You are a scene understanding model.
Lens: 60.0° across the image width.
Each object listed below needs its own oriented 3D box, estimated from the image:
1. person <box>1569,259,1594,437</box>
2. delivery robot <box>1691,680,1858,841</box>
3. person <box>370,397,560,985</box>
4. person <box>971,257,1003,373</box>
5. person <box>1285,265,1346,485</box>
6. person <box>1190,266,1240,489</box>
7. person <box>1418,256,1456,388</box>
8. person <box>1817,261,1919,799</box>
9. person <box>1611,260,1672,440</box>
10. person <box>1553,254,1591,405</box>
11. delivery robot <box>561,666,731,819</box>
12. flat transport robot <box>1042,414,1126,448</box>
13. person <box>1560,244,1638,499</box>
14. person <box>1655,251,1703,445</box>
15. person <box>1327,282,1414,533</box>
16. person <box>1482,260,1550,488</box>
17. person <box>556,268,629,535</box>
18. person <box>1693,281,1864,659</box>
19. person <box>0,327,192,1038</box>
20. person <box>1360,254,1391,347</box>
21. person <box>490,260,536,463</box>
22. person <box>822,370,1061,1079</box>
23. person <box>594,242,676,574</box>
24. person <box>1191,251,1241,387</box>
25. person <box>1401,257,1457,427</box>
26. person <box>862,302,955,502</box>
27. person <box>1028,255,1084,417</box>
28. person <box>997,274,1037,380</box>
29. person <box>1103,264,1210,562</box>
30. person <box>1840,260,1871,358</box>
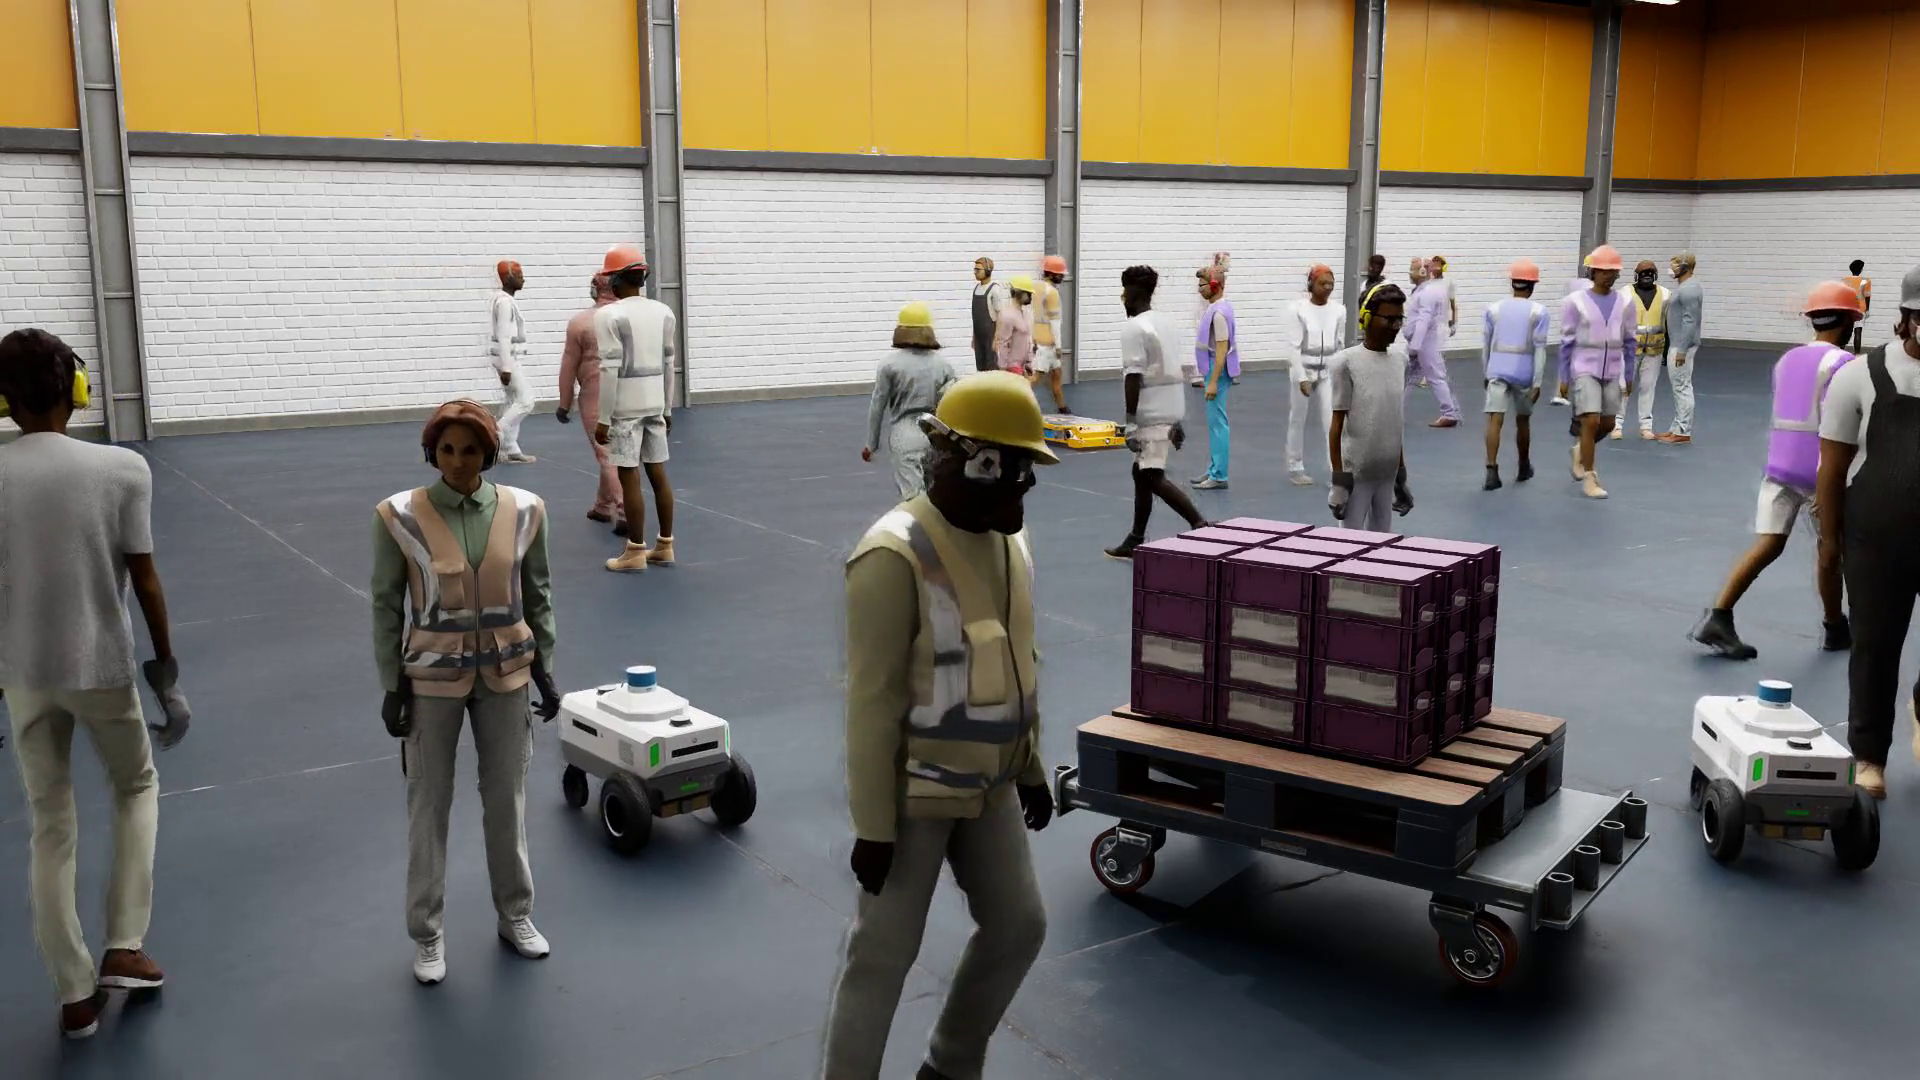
[{"bbox_3d":[6.603,-2.040,17.348,0.374,1.934,0.548,3,11,18],"label":"person"},{"bbox_3d":[2.782,0.726,5.712,0.477,0.478,0.707,1,10,8],"label":"delivery robot"},{"bbox_3d":[-1.391,0.414,4.708,0.512,1.638,0.312,-6,12,-31],"label":"person"},{"bbox_3d":[0.298,-2.350,19.289,0.349,1.846,0.506,-7,12,-34],"label":"person"},{"bbox_3d":[2.959,-1.324,13.677,0.574,1.839,0.949,-2,11,-13],"label":"person"},{"bbox_3d":[2.120,-1.333,13.734,0.389,1.838,0.563,1,10,7],"label":"person"},{"bbox_3d":[6.652,-3.057,23.241,0.539,1.825,0.980,9,14,40],"label":"person"},{"bbox_3d":[3.531,-0.048,6.138,0.696,2.000,0.560,5,11,24],"label":"person"},{"bbox_3d":[6.978,-1.941,17.060,0.634,1.841,0.429,1,10,7],"label":"person"},{"bbox_3d":[7.751,-2.600,20.591,0.979,1.876,0.592,-7,12,-33],"label":"person"},{"bbox_3d":[-1.124,0.690,5.906,0.477,0.478,0.707,-9,13,-39],"label":"delivery robot"},{"bbox_3d":[1.068,-1.119,16.859,0.652,0.197,1.431,-6,12,-31],"label":"flat transport robot"},{"bbox_3d":[5.130,-1.373,13.468,0.618,2.018,0.800,-1,10,-3],"label":"person"},{"bbox_3d":[7.235,-1.922,16.687,0.354,1.937,0.635,4,11,19],"label":"person"},{"bbox_3d":[1.957,-0.283,7.916,0.508,1.864,0.329,-7,12,-33],"label":"person"},{"bbox_3d":[4.623,-1.386,13.904,0.564,1.883,0.991,6,12,31],"label":"person"},{"bbox_3d":[-2.491,-0.987,11.786,0.636,1.867,0.985,-9,14,-41],"label":"person"},{"bbox_3d":[4.147,-0.337,8.220,0.956,1.874,0.592,-3,11,-17],"label":"person"},{"bbox_3d":[-2.328,0.372,4.376,0.562,1.841,0.487,-3,11,-17],"label":"person"},{"bbox_3d":[4.900,-2.407,19.515,0.477,1.875,0.618,-5,11,-24],"label":"person"},{"bbox_3d":[-4.100,-1.602,15.158,0.438,1.866,0.583,-3,11,-18],"label":"person"},{"bbox_3d":[-0.049,0.526,3.669,0.471,1.797,0.632,7,12,33],"label":"person"},{"bbox_3d":[-2.037,-0.812,10.326,0.396,2.038,0.615,7,13,35],"label":"person"},{"bbox_3d":[3.596,-3.035,22.977,0.821,1.871,0.711,2,10,9],"label":"person"},{"bbox_3d":[5.009,-2.149,18.165,0.991,1.853,0.666,1,10,4],"label":"person"},{"bbox_3d":[-0.273,-0.561,9.904,0.502,1.695,0.925,-6,12,-28],"label":"person"},{"bbox_3d":[0.915,-2.226,18.520,0.944,1.894,0.568,-2,11,-11],"label":"person"},{"bbox_3d":[0.446,-1.645,15.699,0.679,1.736,0.536,4,11,20],"label":"person"},{"bbox_3d":[1.317,-0.762,10.411,0.862,1.915,0.671,6,12,30],"label":"person"},{"bbox_3d":[14.918,-3.825,27.781,0.533,1.697,0.319,10,14,43],"label":"person"}]
